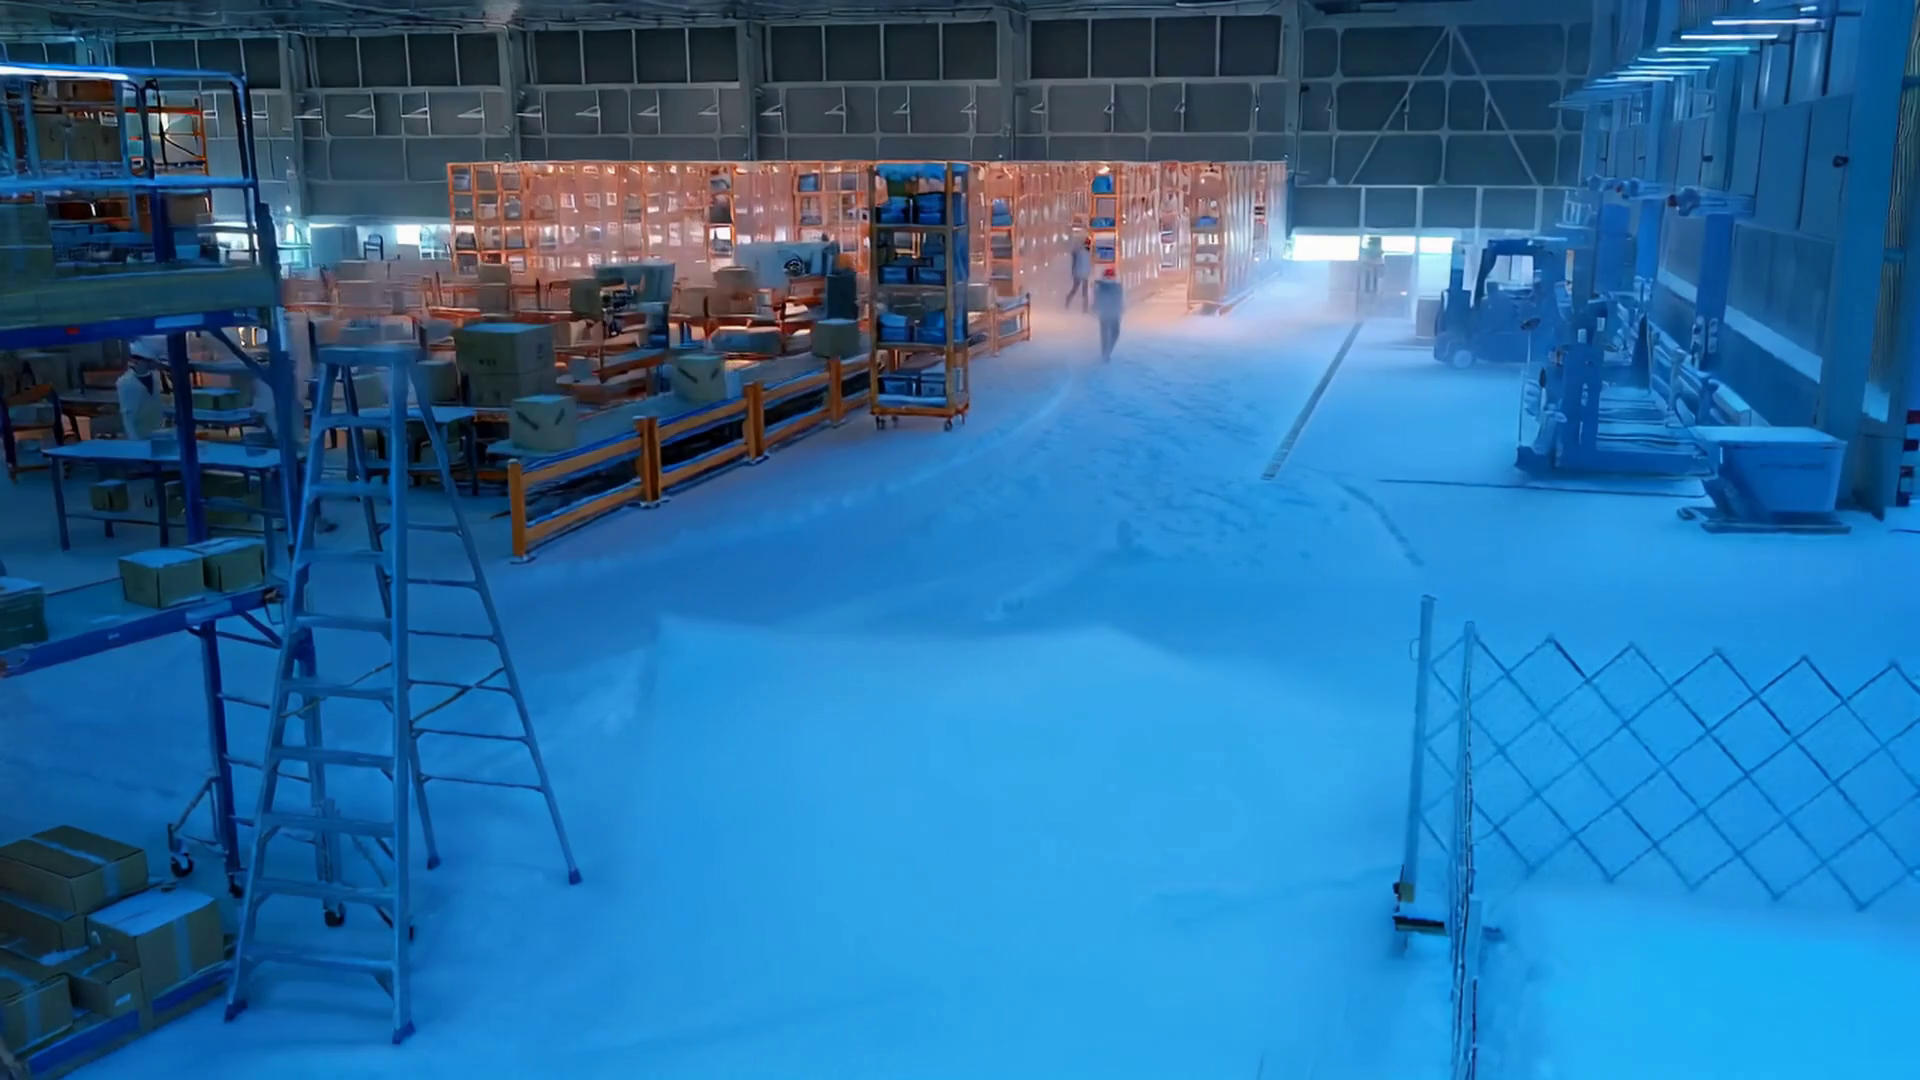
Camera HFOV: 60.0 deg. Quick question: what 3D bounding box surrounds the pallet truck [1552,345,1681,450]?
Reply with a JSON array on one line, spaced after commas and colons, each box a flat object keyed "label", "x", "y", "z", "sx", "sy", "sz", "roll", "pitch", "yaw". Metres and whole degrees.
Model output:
[{"label": "pallet truck", "x": 8.641, "y": -1.896, "z": 21.908, "sx": 1.630, "sy": 1.274, "sz": 0.653, "roll": 4, "pitch": 14, "yaw": 16}]

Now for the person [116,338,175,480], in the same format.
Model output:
[{"label": "person", "x": -8.441, "y": -1.132, "z": 17.249, "sx": 0.451, "sy": 1.922, "sz": 0.552, "roll": 6, "pitch": 14, "yaw": 23}]

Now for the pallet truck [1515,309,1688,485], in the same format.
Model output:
[{"label": "pallet truck", "x": 7.554, "y": -1.677, "z": 19.446, "sx": 1.885, "sy": 1.965, "sz": 0.823, "roll": 3, "pitch": 13, "yaw": 14}]

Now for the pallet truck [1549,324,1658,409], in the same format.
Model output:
[{"label": "pallet truck", "x": 9.824, "y": -2.669, "z": 25.407, "sx": 1.601, "sy": 1.201, "sz": 0.680, "roll": 4, "pitch": 14, "yaw": 16}]

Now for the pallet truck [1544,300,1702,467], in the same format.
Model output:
[{"label": "pallet truck", "x": 8.263, "y": -1.952, "z": 20.631, "sx": 1.885, "sy": 1.965, "sz": 0.823, "roll": 5, "pitch": 14, "yaw": 20}]

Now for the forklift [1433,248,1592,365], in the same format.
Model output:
[{"label": "forklift", "x": 9.780, "y": -4.111, "z": 29.280, "sx": 2.680, "sy": 1.987, "sz": 1.157, "roll": 3, "pitch": 13, "yaw": 14}]

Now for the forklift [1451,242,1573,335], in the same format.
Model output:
[{"label": "forklift", "x": 10.464, "y": -4.597, "z": 31.405, "sx": 2.680, "sy": 1.987, "sz": 1.157, "roll": 4, "pitch": 14, "yaw": 16}]

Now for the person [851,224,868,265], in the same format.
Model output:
[{"label": "person", "x": -3.004, "y": -8.568, "z": 49.569, "sx": 0.590, "sy": 1.833, "sz": 0.404, "roll": -4, "pitch": 14, "yaw": -18}]

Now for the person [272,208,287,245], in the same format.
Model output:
[{"label": "person", "x": -26.801, "y": -12.211, "z": 65.505, "sx": 0.429, "sy": 1.737, "sz": 0.569, "roll": 12, "pitch": 17, "yaw": 41}]

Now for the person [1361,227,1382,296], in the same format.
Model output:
[{"label": "person", "x": 11.163, "y": -7.543, "z": 45.112, "sx": 0.572, "sy": 1.843, "sz": 0.373, "roll": -2, "pitch": 13, "yaw": -10}]

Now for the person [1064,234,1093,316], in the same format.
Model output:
[{"label": "person", "x": 2.830, "y": -6.318, "z": 39.622, "sx": 0.634, "sy": 1.939, "sz": 0.948, "roll": -10, "pitch": 16, "yaw": -36}]

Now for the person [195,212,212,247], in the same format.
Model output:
[{"label": "person", "x": -27.572, "y": -11.105, "z": 60.747, "sx": 0.521, "sy": 1.734, "sz": 0.819, "roll": 3, "pitch": 13, "yaw": 11}]

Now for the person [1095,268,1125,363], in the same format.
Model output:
[{"label": "person", "x": 2.746, "y": -4.138, "z": 30.607, "sx": 0.557, "sy": 1.741, "sz": 0.486, "roll": -2, "pitch": 13, "yaw": -8}]

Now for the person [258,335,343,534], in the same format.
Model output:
[{"label": "person", "x": -6.603, "y": -1.031, "z": 16.613, "sx": 0.839, "sy": 2.011, "sz": 0.630, "roll": 5, "pitch": 14, "yaw": 19}]

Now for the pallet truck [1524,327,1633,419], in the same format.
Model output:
[{"label": "pallet truck", "x": 9.065, "y": -2.460, "z": 24.370, "sx": 1.522, "sy": 1.261, "sz": 0.704, "roll": 3, "pitch": 13, "yaw": 14}]
